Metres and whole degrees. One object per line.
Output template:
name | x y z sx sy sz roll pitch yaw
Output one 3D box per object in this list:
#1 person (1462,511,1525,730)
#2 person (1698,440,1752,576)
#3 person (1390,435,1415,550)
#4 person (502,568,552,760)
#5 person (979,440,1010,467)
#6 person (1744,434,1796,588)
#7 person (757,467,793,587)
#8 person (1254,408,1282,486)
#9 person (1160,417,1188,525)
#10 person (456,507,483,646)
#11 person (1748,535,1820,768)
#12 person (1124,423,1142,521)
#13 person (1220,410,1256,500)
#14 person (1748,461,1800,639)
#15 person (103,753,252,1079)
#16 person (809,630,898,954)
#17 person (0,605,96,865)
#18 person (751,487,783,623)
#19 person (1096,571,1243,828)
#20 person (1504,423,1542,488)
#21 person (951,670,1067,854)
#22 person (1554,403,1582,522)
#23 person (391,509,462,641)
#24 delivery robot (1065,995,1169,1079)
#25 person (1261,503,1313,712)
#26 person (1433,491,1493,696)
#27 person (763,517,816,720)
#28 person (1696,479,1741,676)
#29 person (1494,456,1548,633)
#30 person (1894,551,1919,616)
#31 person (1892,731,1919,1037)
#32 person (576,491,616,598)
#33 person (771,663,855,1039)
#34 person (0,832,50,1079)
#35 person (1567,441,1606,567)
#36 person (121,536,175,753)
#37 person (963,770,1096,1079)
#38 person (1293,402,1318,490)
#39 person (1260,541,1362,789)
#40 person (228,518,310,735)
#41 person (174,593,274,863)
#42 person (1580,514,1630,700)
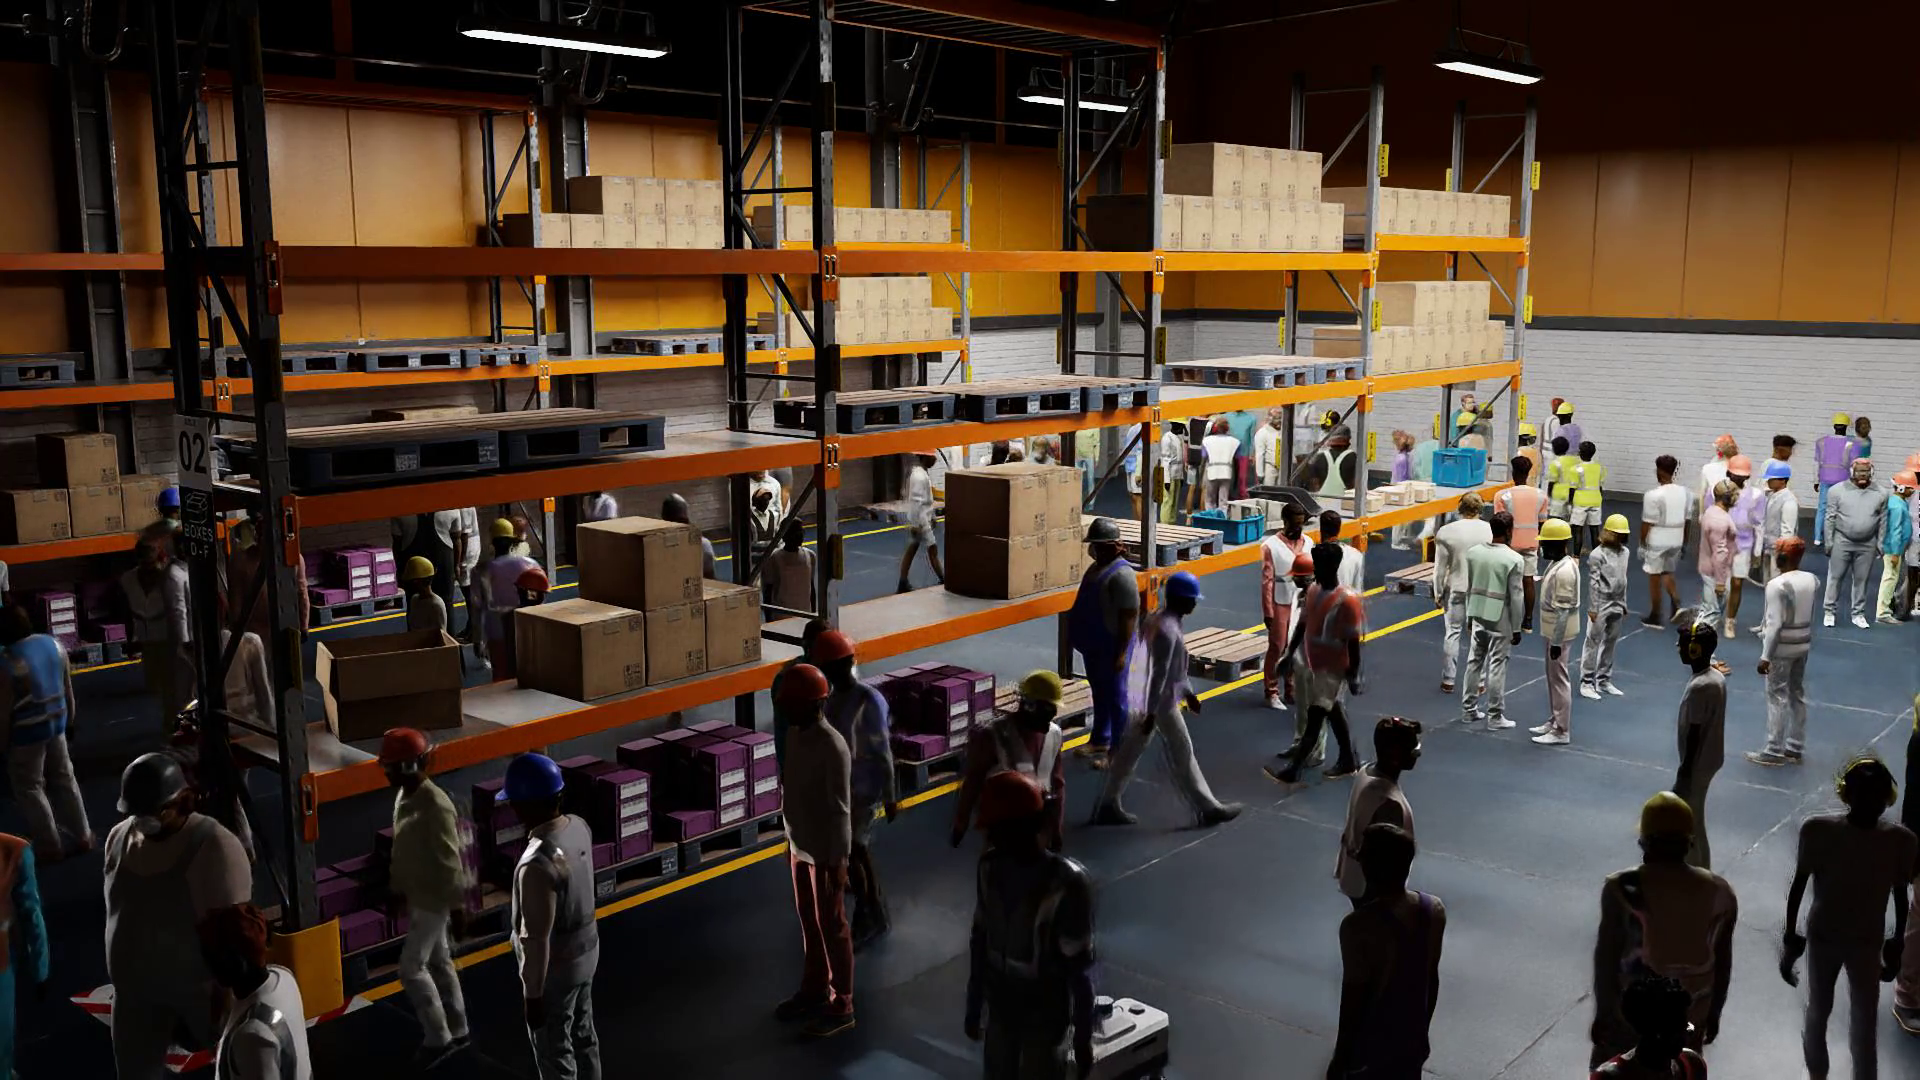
person | 4.644 0.698 14.528 0.396 1.910 0.587 -6 11 -32
person | 9.618 -0.339 20.925 0.589 1.823 0.474 4 10 21
person | 6.236 -0.667 23.489 0.312 1.631 0.530 1 10 9
person | -3.255 1.080 12.723 0.338 1.742 0.563 -9 13 -44
person | 0.535 -0.488 21.692 0.584 1.879 0.361 0 10 2
person | 10.060 -0.351 20.679 0.600 1.945 0.690 4 10 24
person | -2.380 -0.379 20.549 0.538 2.000 0.682 -7 12 -34
person | 4.703 -1.036 24.915 0.658 1.894 0.400 -6 11 -33
person | 3.123 -0.938 24.253 0.397 1.920 0.586 5 11 29
person | -5.296 0.147 17.678 0.387 1.955 0.603 -4 10 -21
person | 6.653 0.895 13.406 0.584 1.882 0.337 -6 11 -31
person | 2.548 -1.048 24.573 0.403 2.034 0.609 -1 10 -8
person | 4.455 -1.399 26.771 0.622 1.994 0.381 1 10 4
person | 8.804 0.108 17.956 0.416 1.940 0.611 1 10 8
person | -3.445 1.836 7.321 0.686 2.000 1.052 2 10 9
person | -0.683 1.480 9.841 0.579 1.906 0.653 9 13 42
person | -6.245 1.305 11.223 0.433 1.812 0.736 2 10 12
person | -2.161 0.239 18.084 0.514 1.634 0.313 -6 11 -34
person | 1.493 1.146 11.927 1.073 1.871 0.600 0 10 -1
person | 7.509 -0.610 22.326 0.592 1.912 0.397 -5 11 -28
person | 0.336 1.615 9.428 0.648 1.774 0.804 -8 12 -40
person | 9.234 -1.138 25.424 0.595 1.923 0.380 -8 12 -38
person | -5.433 0.219 16.980 0.681 2.000 0.535 -3 10 -18
delivery robot | 0.679 2.425 7.957 0.707 0.478 0.477 -9 13 -44
person | 2.965 0.597 15.127 0.597 1.909 0.405 -6 11 -33
person | 4.779 0.499 15.658 0.634 1.931 0.359 3 10 16
person | -1.483 0.699 14.691 0.514 1.845 0.338 -6 11 -32
person | 7.488 0.359 16.448 0.357 1.937 0.637 3 10 18
person | 6.101 0.052 18.194 0.607 1.966 0.367 -1 10 -5
person | 11.042 0.047 19.305 0.539 1.591 0.844 -1 10 -8
person | 5.243 1.620 8.746 0.611 1.996 0.378 -1 10 -8
person | -4.214 0.013 19.389 0.521 1.625 0.931 6 11 31
person | -0.783 1.620 8.793 0.408 1.986 0.618 -6 11 -31
person | -4.363 1.932 7.267 0.595 1.865 0.984 -1 10 -8
person | 8.347 -0.475 22.179 0.536 1.689 0.322 -2 10 -14
person | -6.676 0.836 13.997 0.619 1.812 0.681 1 10 5
person | 0.278 1.932 6.815 0.475 2.021 0.660 -9 13 -44
person | 5.994 -1.799 29.379 0.565 1.915 0.574 9 13 44
person | 2.732 0.963 12.877 0.963 1.915 0.617 -3 10 -16
person | -5.911 0.740 14.311 0.635 1.899 0.397 -7 12 -35
person | -5.062 1.252 11.431 0.593 1.827 1.030 -7 12 -38
person | 6.051 0.616 15.499 0.492 1.740 0.324 -5 11 -29
